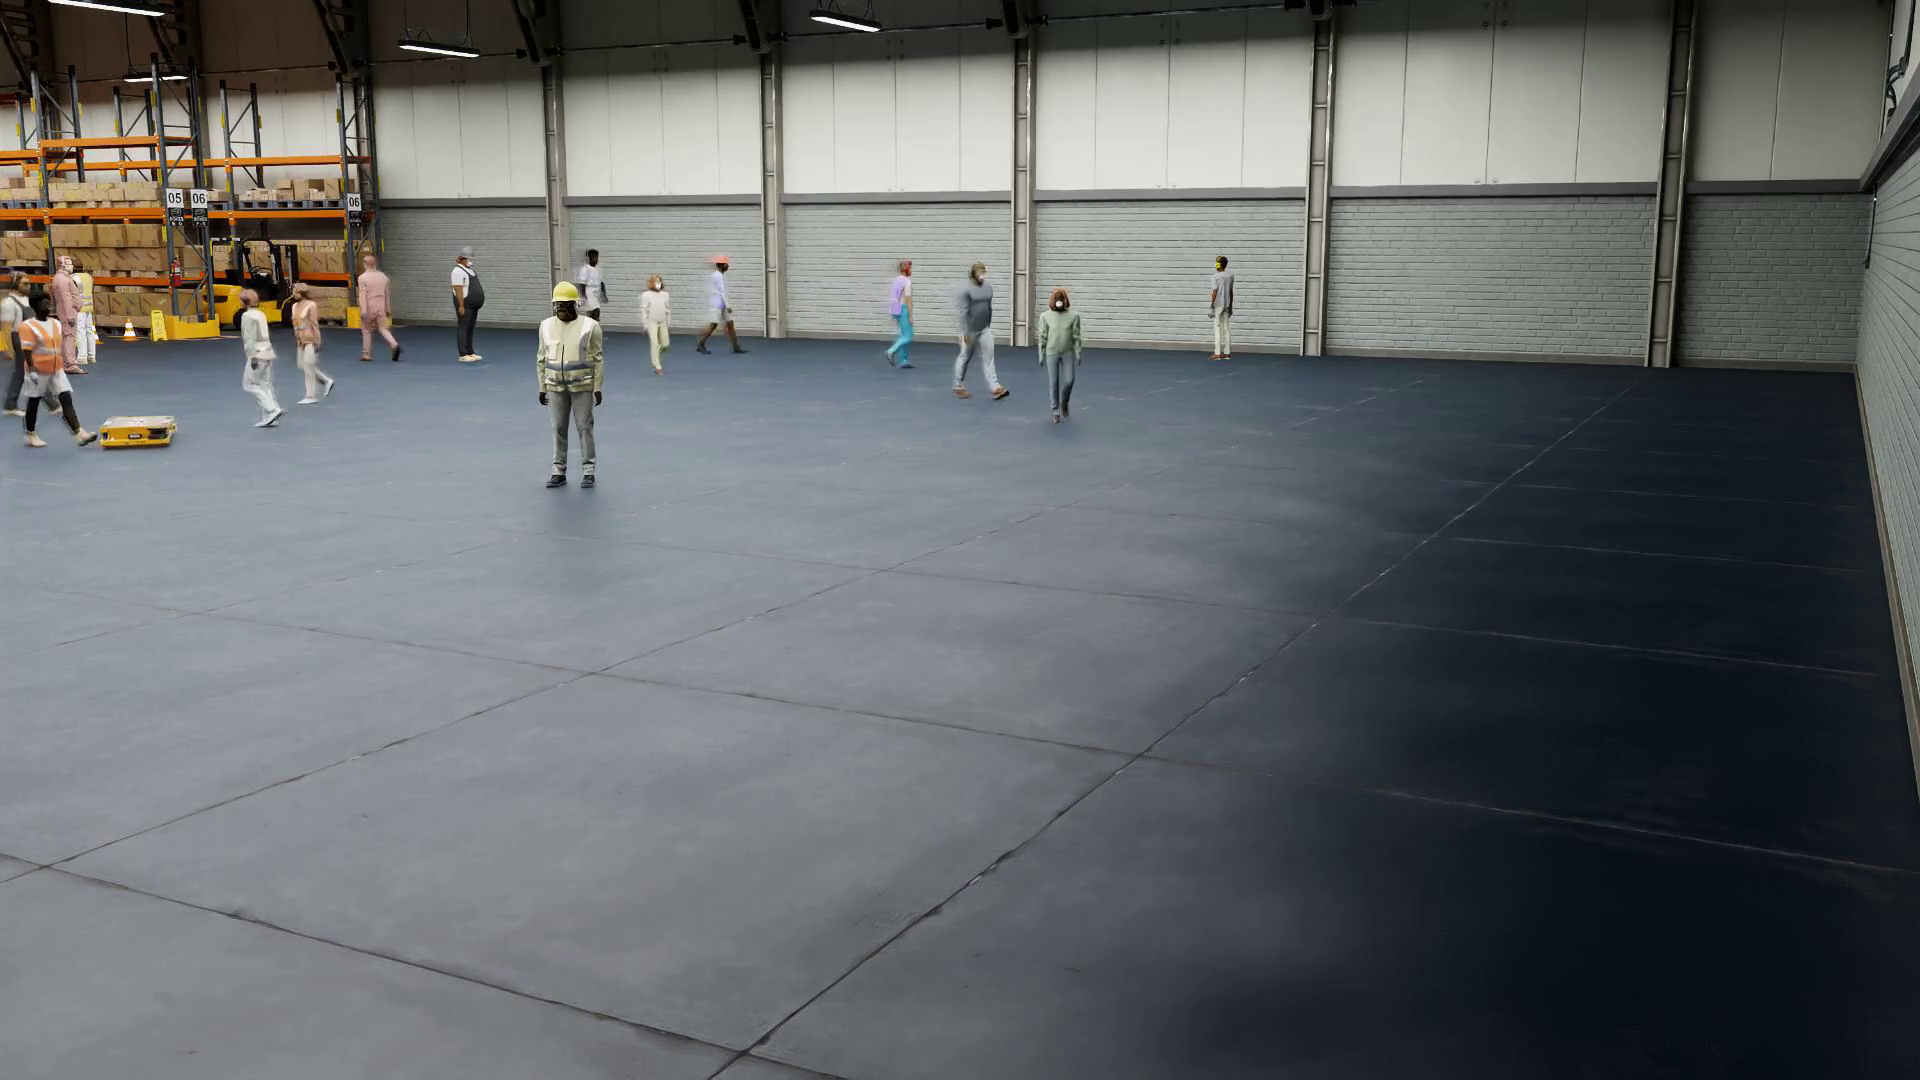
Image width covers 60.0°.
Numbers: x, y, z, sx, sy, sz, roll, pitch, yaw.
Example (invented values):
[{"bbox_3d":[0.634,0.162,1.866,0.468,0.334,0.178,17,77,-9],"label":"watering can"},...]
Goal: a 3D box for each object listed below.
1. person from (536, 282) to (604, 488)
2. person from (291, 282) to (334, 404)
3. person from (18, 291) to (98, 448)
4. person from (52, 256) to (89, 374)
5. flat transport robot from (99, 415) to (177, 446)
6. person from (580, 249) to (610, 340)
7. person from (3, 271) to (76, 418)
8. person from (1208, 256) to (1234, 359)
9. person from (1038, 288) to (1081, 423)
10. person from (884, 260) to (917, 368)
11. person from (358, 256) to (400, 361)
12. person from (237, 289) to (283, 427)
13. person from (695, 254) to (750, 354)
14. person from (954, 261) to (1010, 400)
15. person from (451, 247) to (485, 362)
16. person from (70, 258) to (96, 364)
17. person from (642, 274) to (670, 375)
[{"bbox_3d":[-3.475,-1.375,14.809,0.600,1.831,0.404,1,10,4],"label":"person"},{"bbox_3d":[-8.676,-2.636,22.272,0.526,1.625,0.552,8,13,37],"label":"person"},{"bbox_3d":[-9.560,-1.780,17.482,0.868,1.646,0.552,4,11,20],"label":"person"},{"bbox_3d":[-14.424,-3.637,26.943,0.407,1.908,0.641,-7,12,-33],"label":"person"},{"bbox_3d":[-8.939,-1.198,18.107,0.652,0.197,1.431,-4,11,-21],"label":"flat transport robot"},{"bbox_3d":[-7.724,-5.217,35.498,0.826,1.935,0.612,4,11,19],"label":"person"},{"bbox_3d":[-11.404,-2.387,20.423,0.926,1.797,0.522,-1,10,-8],"label":"person"},{"bbox_3d":[4.722,-4.201,30.136,0.538,1.863,0.313,-6,12,-31],"label":"person"},{"bbox_3d":[1.196,-2.211,19.938,0.528,1.618,0.340,0,10,0],"label":"person"},{"bbox_3d":[-0.987,-3.780,27.926,0.536,1.826,0.592,-4,11,-19],"label":"person"},{"bbox_3d":[-10.382,-4.101,29.560,0.816,1.883,0.652,6,12,31],"label":"person"},{"bbox_3d":[-8.162,-2.106,19.349,0.370,1.619,0.553,0,10,0],"label":"person"},{"bbox_3d":[-4.541,-4.437,31.384,1.004,1.893,0.549,-1,10,-3],"label":"person"},{"bbox_3d":[0.248,-2.855,22.746,0.655,1.881,1.039,-9,14,-40],"label":"person"},{"bbox_3d":[-8.769,-4.215,29.727,0.535,2.000,0.684,1,10,3],"label":"person"},{"bbox_3d":[-15.411,-4.002,29.112,0.429,1.843,0.633,1,10,4],"label":"person"},{"bbox_3d":[-4.917,-3.481,26.882,0.504,1.621,0.431,-8,13,-37],"label":"person"}]
